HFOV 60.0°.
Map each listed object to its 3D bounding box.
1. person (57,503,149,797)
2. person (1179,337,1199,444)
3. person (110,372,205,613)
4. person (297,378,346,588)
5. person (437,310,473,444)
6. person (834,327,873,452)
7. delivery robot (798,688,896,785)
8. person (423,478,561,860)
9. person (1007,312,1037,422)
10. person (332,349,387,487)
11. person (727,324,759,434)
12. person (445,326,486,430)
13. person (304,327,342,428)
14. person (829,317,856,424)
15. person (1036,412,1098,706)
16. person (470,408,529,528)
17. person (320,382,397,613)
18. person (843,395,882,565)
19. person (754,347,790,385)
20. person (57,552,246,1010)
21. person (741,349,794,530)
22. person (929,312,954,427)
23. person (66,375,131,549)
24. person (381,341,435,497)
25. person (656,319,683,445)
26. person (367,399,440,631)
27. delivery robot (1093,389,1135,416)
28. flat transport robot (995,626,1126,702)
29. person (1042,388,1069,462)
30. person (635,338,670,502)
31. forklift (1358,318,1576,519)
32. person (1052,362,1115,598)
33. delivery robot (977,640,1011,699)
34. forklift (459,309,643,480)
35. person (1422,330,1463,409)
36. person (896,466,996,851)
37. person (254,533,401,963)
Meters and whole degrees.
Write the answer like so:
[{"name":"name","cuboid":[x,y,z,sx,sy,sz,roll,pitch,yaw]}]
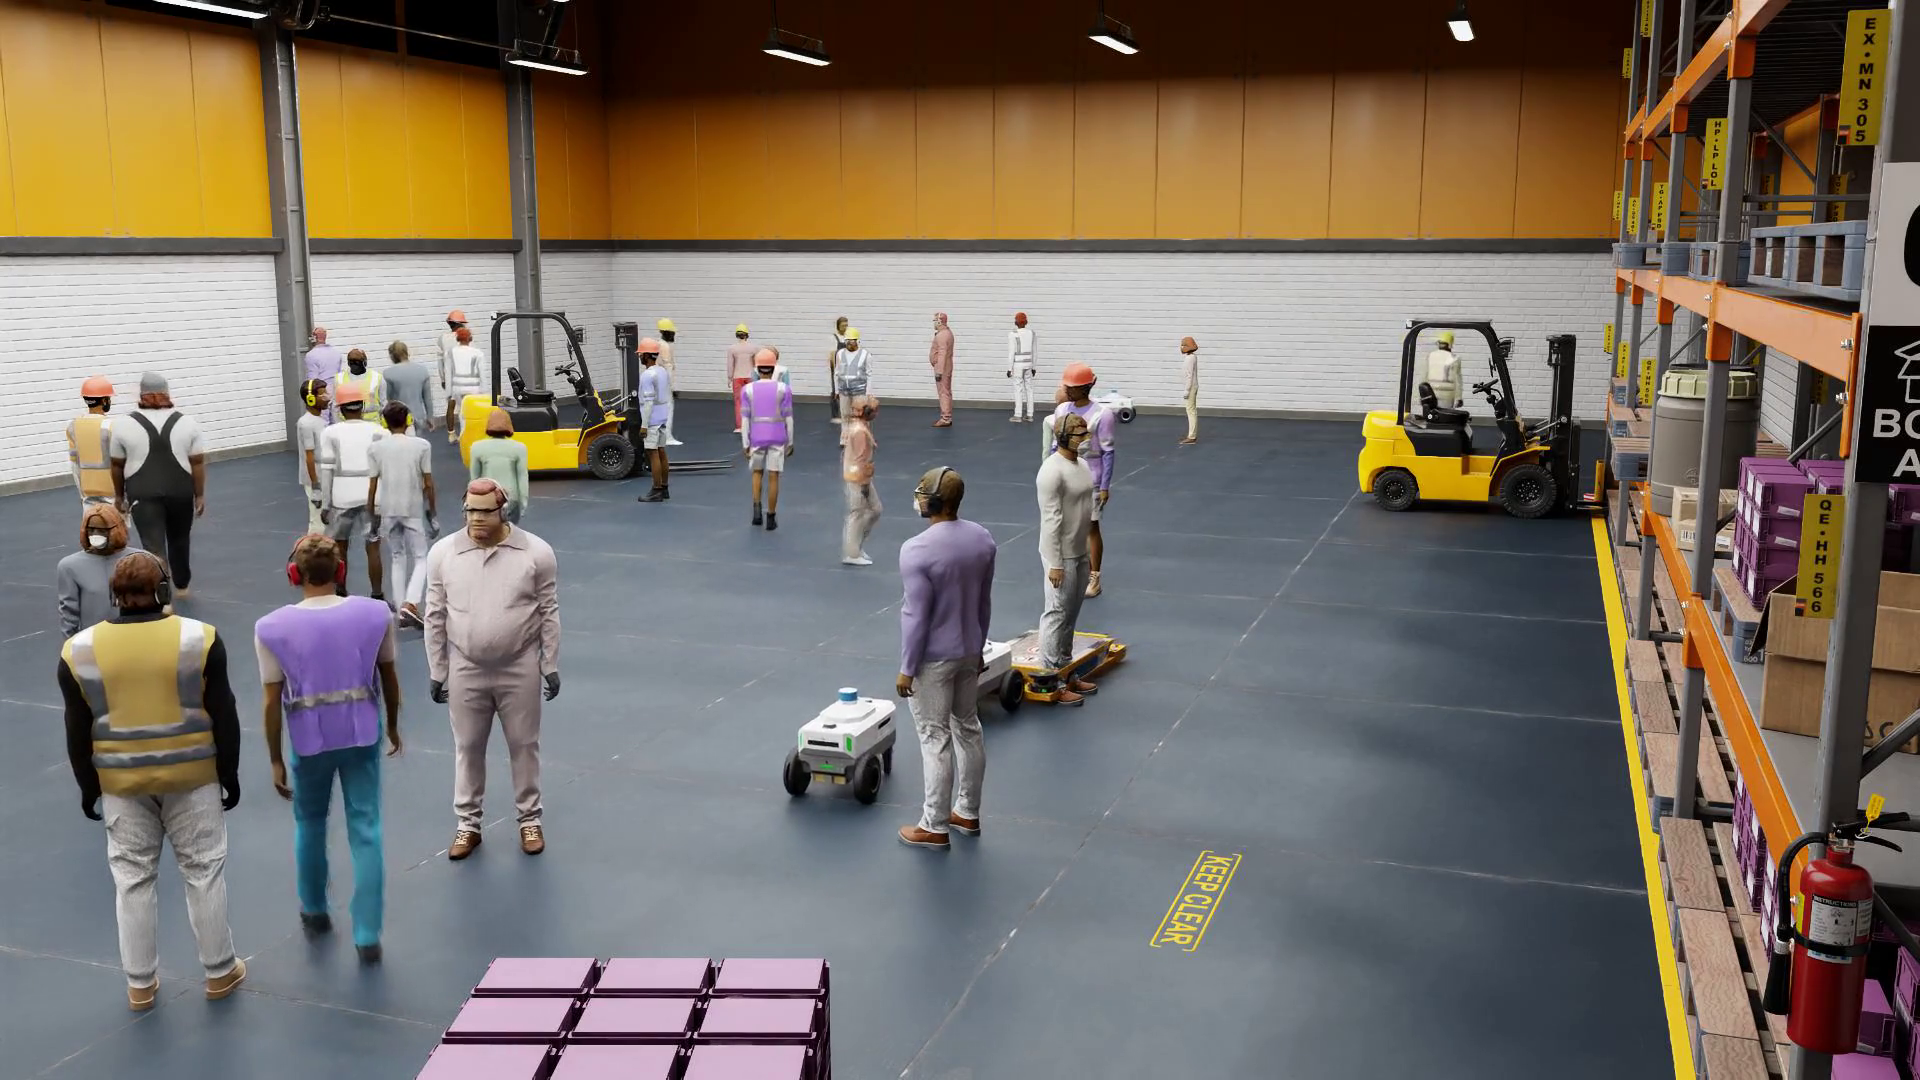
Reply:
[{"name":"person","cuboid":[-4.670,0.601,9.183,0.504,1.631,0.281,-6,12,-32]},{"name":"person","cuboid":[3.508,-2.287,25.450,0.286,1.632,0.500,3,11,16]},{"name":"person","cuboid":[-6.676,-0.436,13.877,0.690,2.000,1.015,-6,12,-29]},{"name":"person","cuboid":[-5.623,-0.481,14.607,0.327,1.874,0.521,-3,10,-15]},{"name":"person","cuboid":[-7.659,-2.482,25.399,0.611,2.040,0.393,3,11,17]},{"name":"person","cuboid":[-1.576,-2.193,24.352,0.586,1.835,0.404,3,11,17]},{"name":"delivery robot","cuboid":[-0.623,1.071,9.306,0.477,0.478,0.707,4,11,19]},{"name":"person","cuboid":[-2.306,0.635,8.228,0.650,1.904,0.401,-2,10,-10]},{"name":"person","cuboid":[1.061,-2.959,28.529,0.585,1.881,0.337,-6,12,-32]},{"name":"person","cuboid":[-6.980,-1.308,19.369,0.621,1.838,0.429,-2,10,-12]},{"name":"person","cuboid":[-3.488,-2.591,26.788,0.533,1.765,0.322,-3,10,-16]},{"name":"person","cuboid":[-7.149,-2.152,24.047,0.581,1.864,0.666,0,10,-2]},{"name":"person","cuboid":[-8.820,-1.990,23.008,0.399,1.908,0.643,3,11,19]},{"name":"person","cuboid":[-1.941,-2.843,28.052,0.513,1.815,0.764,-9,13,-41]},{"name":"person","cuboid":[0.719,0.115,11.063,0.372,1.940,0.632,4,11,23]},{"name":"person","cuboid":[-4.035,-0.347,14.598,0.498,1.606,0.715,-2,10,-14]},{"name":"person","cuboid":[-4.970,-0.334,13.671,0.637,1.912,0.580,-4,11,-22]},{"name":"person","cuboid":[-0.918,-0.557,15.700,0.388,1.620,0.556,0,10,-2]},{"name":"person","cuboid":[-2.667,-1.928,23.526,0.533,1.588,0.853,0,10,-1]},{"name":"person","cuboid":[-3.185,0.955,6.625,0.619,1.838,0.430,-3,11,-16]},{"name":"person","cuboid":[-2.052,-1.080,17.813,0.544,1.921,0.569,0,10,2]},{"name":"person","cuboid":[-0.314,-2.848,27.839,0.401,1.907,0.646,2,10,12]},{"name":"person","cuboid":[-7.235,-0.423,14.092,0.545,1.939,0.354,2,10,12]},{"name":"person","cuboid":[-6.660,-1.457,20.115,0.992,1.894,0.624,7,12,35]},{"name":"person","cuboid":[-4.445,-2.391,25.290,0.394,1.911,0.640,-3,11,-18]},{"name":"person","cuboid":[-4.378,-0.175,13.045,0.545,1.822,0.646,-1,10,-6]},{"name":"delivery robot","cuboid":[2.635,-2.341,28.525,0.707,0.478,0.477,2,10,10]},{"name":"flat transport robot","cuboid":[0.612,0.844,11.652,0.652,0.197,1.431,5,11,25]},{"name":"person","cuboid":[1.049,-0.692,16.456,0.515,1.636,0.315,-4,11,-20]},{"name":"person","cuboid":[-3.648,-1.415,19.678,0.360,1.939,0.543,2,10,13]},{"name":"forklift","cuboid":[5.787,-1.437,19.079,2.313,2.155,1.214,3,11,19]},{"name":"person","cuboid":[1.029,-0.512,14.314,0.609,2.036,0.402,8,13,40]},{"name":"delivery robot","cuboid":[0.050,0.824,10.699,0.477,0.478,0.707,5,11,26]},{"name":"forklift","cuboid":[-5.354,-1.902,21.697,2.313,2.155,1.214,-2,10,-13]},{"name":"person","cuboid":[6.913,-2.087,23.806,0.426,1.817,0.598,-8,13,-38]},{"name":"person","cuboid":[-0.084,0.590,8.384,0.365,1.939,0.636,8,13,40]},{"name":"person","cuboid":[-2.717,0.863,7.207,0.590,1.813,0.856,-5,11,-27]}]
